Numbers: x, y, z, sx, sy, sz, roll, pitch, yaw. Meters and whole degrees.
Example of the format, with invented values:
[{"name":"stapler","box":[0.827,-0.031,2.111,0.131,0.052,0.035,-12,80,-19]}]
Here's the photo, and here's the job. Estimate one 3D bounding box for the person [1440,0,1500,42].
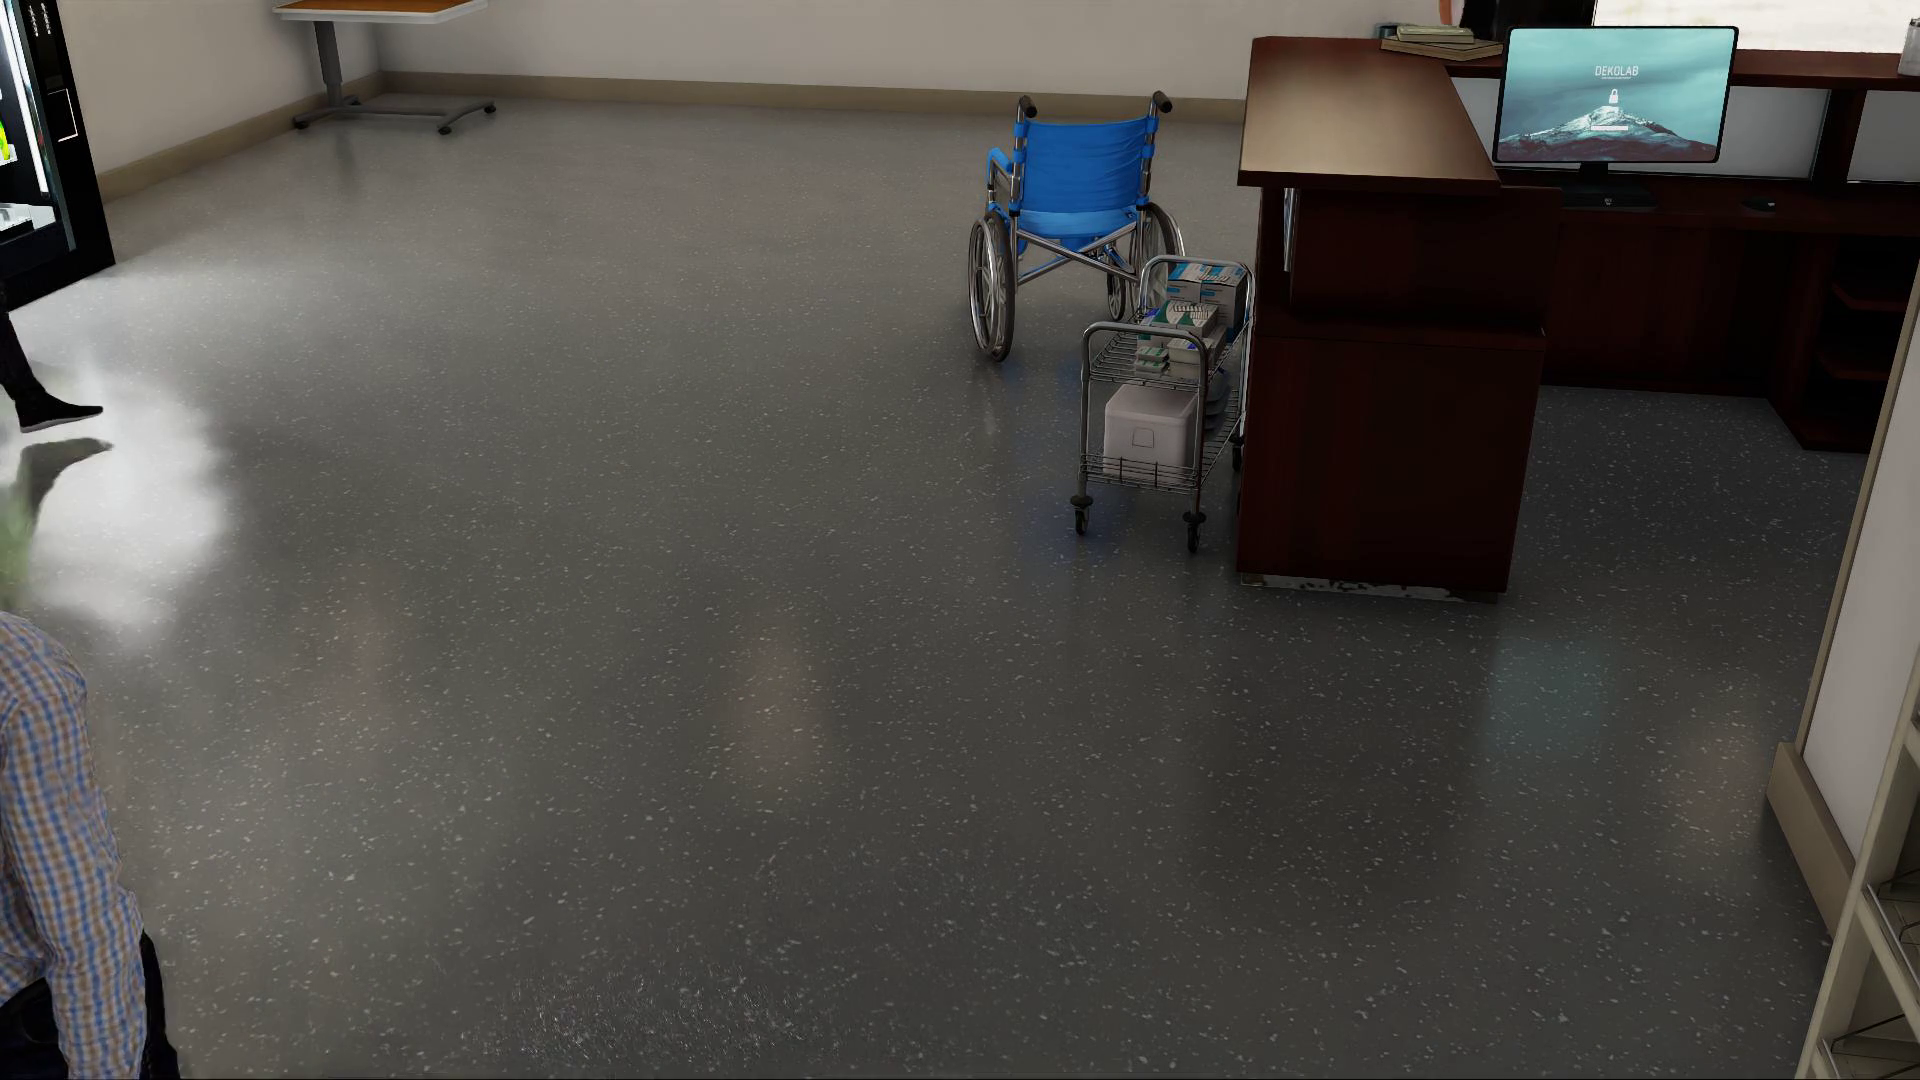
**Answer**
[{"name":"person","box":[2.916,-2.873,9.498,0.726,1.769,0.763,-23,34,-39]}]
